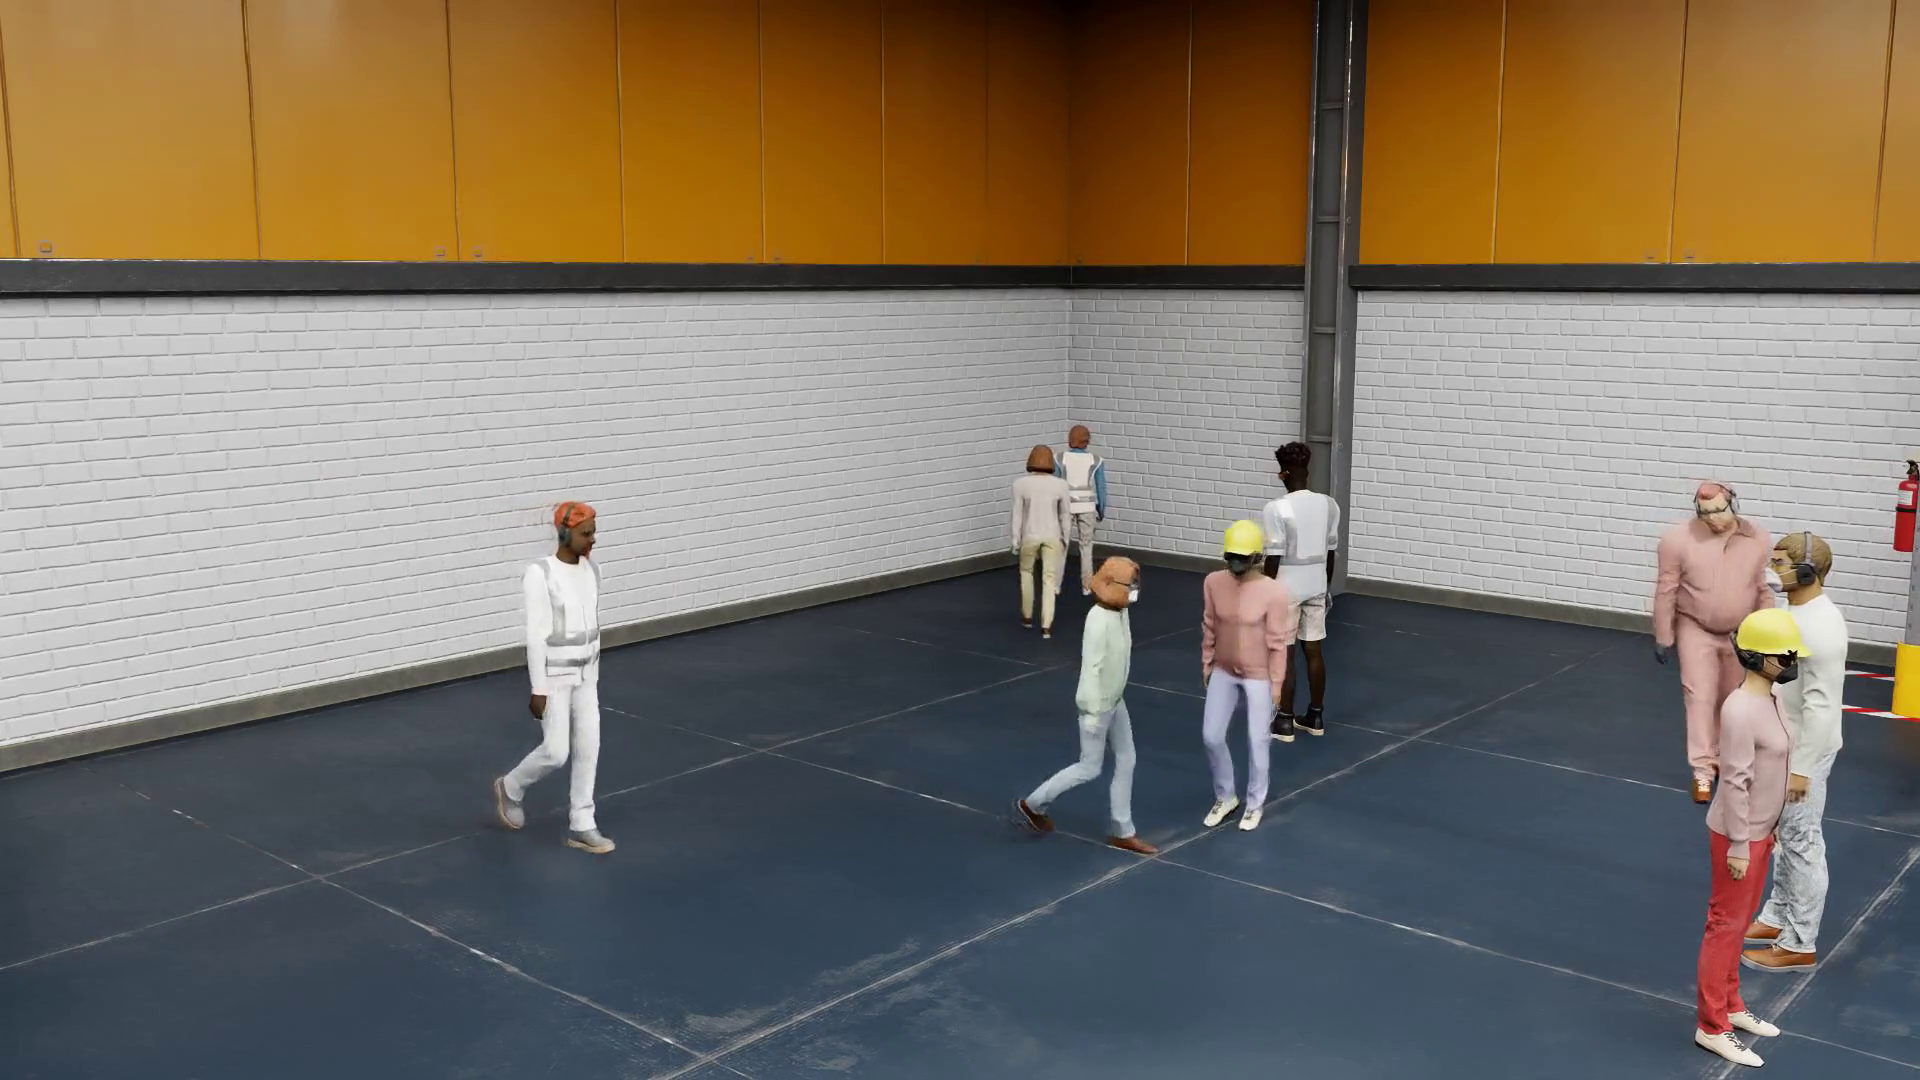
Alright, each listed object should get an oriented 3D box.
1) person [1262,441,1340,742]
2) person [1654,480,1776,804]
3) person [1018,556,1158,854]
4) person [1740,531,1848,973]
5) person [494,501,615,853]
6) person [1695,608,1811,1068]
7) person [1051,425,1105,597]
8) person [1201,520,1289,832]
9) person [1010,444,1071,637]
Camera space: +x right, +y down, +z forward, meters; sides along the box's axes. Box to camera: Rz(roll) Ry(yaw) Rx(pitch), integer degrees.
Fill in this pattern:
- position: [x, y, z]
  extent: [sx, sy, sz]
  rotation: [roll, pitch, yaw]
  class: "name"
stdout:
- position: [2.185, 0.331, 10.889]
  extent: [0.613, 1.957, 0.391]
  rotation: [-5, 10, -30]
  class: "person"
- position: [4.393, 0.578, 9.662]
  extent: [0.630, 1.855, 0.813]
  rotation: [0, 9, 2]
  class: "person"
- position: [0.673, 0.856, 8.712]
  extent: [0.683, 1.600, 0.532]
  rotation: [4, 10, 24]
  class: "person"
- position: [3.638, 0.919, 7.266]
  extent: [0.370, 1.940, 0.627]
  rotation: [3, 9, 16]
  class: "person"
- position: [-2.140, 0.715, 8.786]
  extent: [0.650, 1.865, 0.606]
  rotation: [5, 10, 29]
  class: "person"
- position: [3.082, 1.132, 6.468]
  extent: [0.312, 1.768, 0.529]
  rotation: [7, 11, 37]
  class: "person"
- position: [1.099, -0.268, 15.679]
  extent: [0.536, 1.633, 0.333]
  rotation: [0, 9, 2]
  class: "person"
- position: [1.534, 0.737, 9.010]
  extent: [0.541, 1.734, 0.480]
  rotation: [6, 11, 34]
  class: "person"
- position: [0.675, -0.011, 14.146]
  extent: [0.523, 1.603, 0.750]
  rotation: [-1, 9, -3]
  class: "person"
